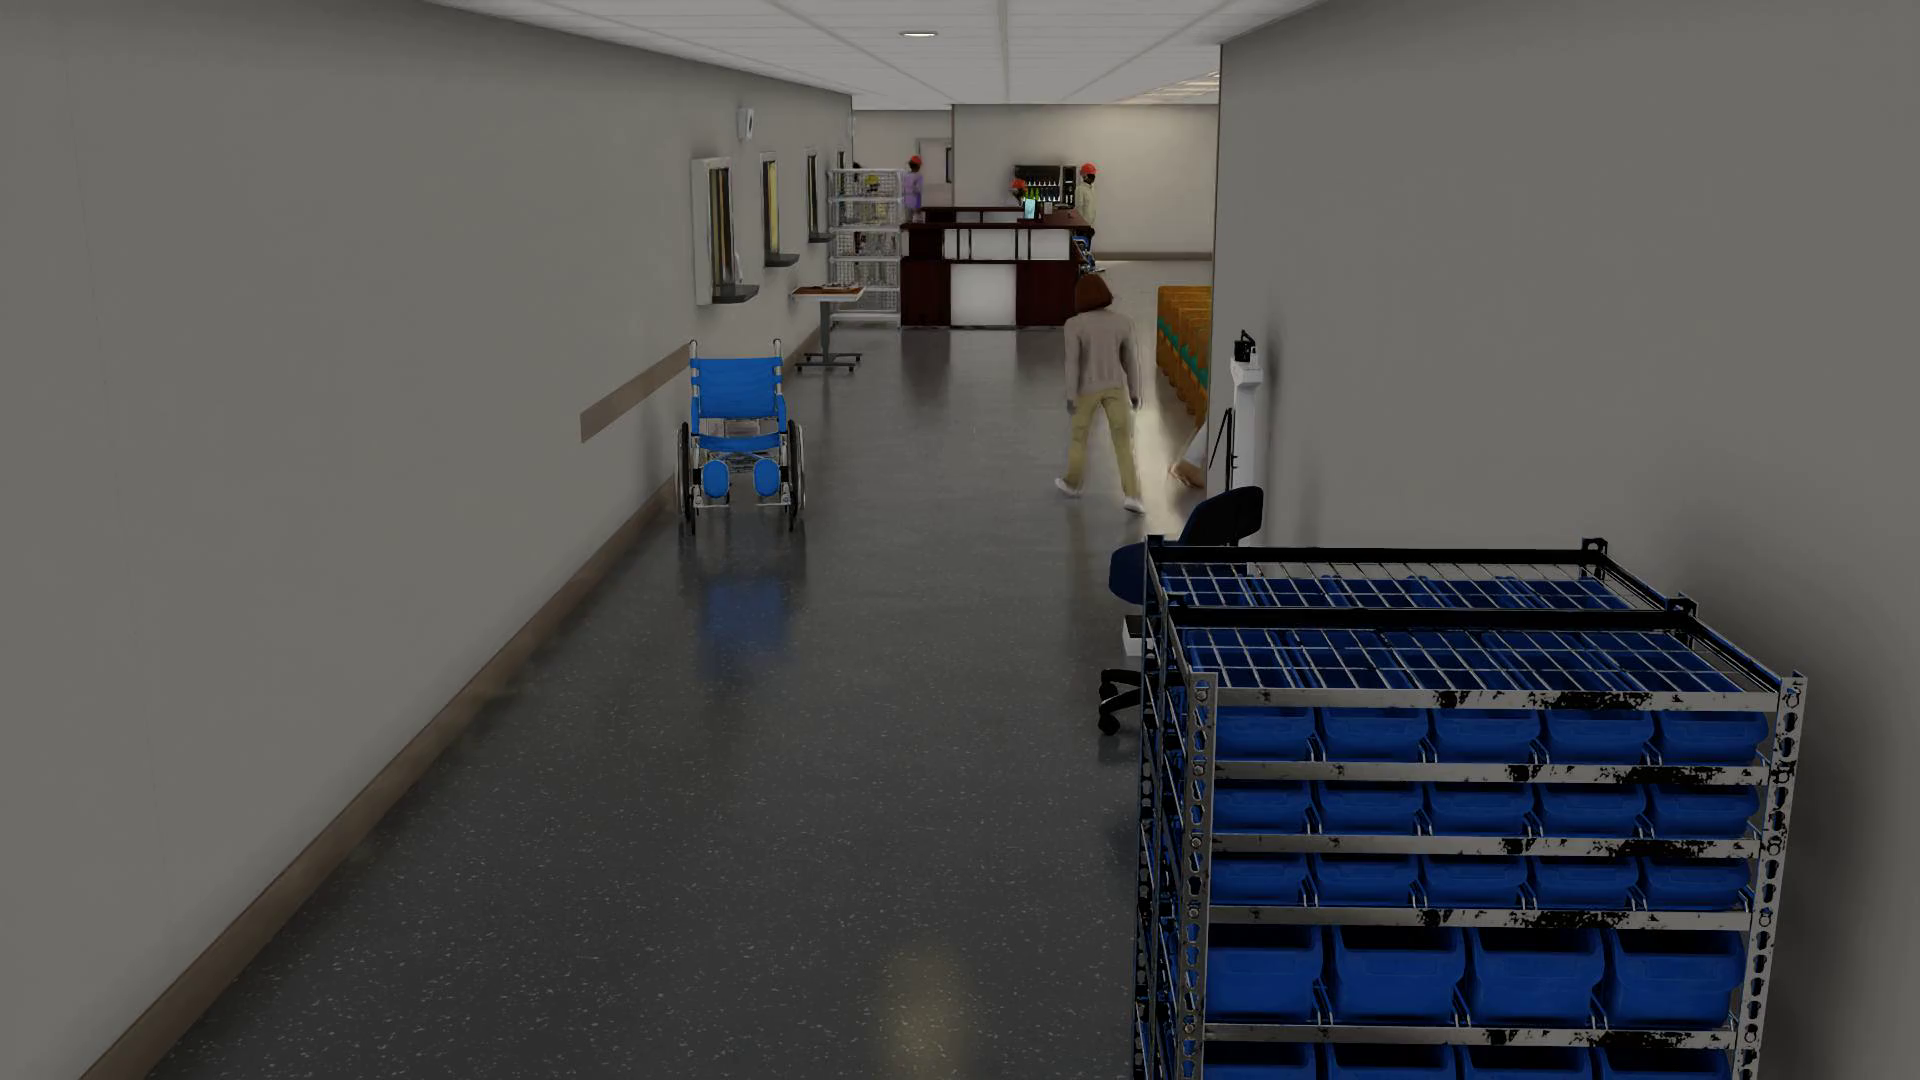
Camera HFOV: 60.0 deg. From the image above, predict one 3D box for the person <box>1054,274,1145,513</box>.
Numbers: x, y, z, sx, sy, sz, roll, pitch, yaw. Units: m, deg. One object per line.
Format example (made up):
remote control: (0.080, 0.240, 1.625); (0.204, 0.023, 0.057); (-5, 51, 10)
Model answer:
person: (0.967, -0.994, 11.238); (0.552, 1.569, 0.925); (-4, 14, -15)

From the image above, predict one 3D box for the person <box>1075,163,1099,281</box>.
person: (2.069, -5.161, 27.263); (0.388, 1.996, 0.612); (7, 15, 25)

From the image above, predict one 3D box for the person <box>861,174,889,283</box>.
person: (-1.407, -5.037, 27.137); (0.416, 1.822, 0.599); (11, 18, 39)

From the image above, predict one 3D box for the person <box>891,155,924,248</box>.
person: (-1.054, -7.106, 35.145); (0.834, 2.019, 0.605); (-12, 18, -41)
